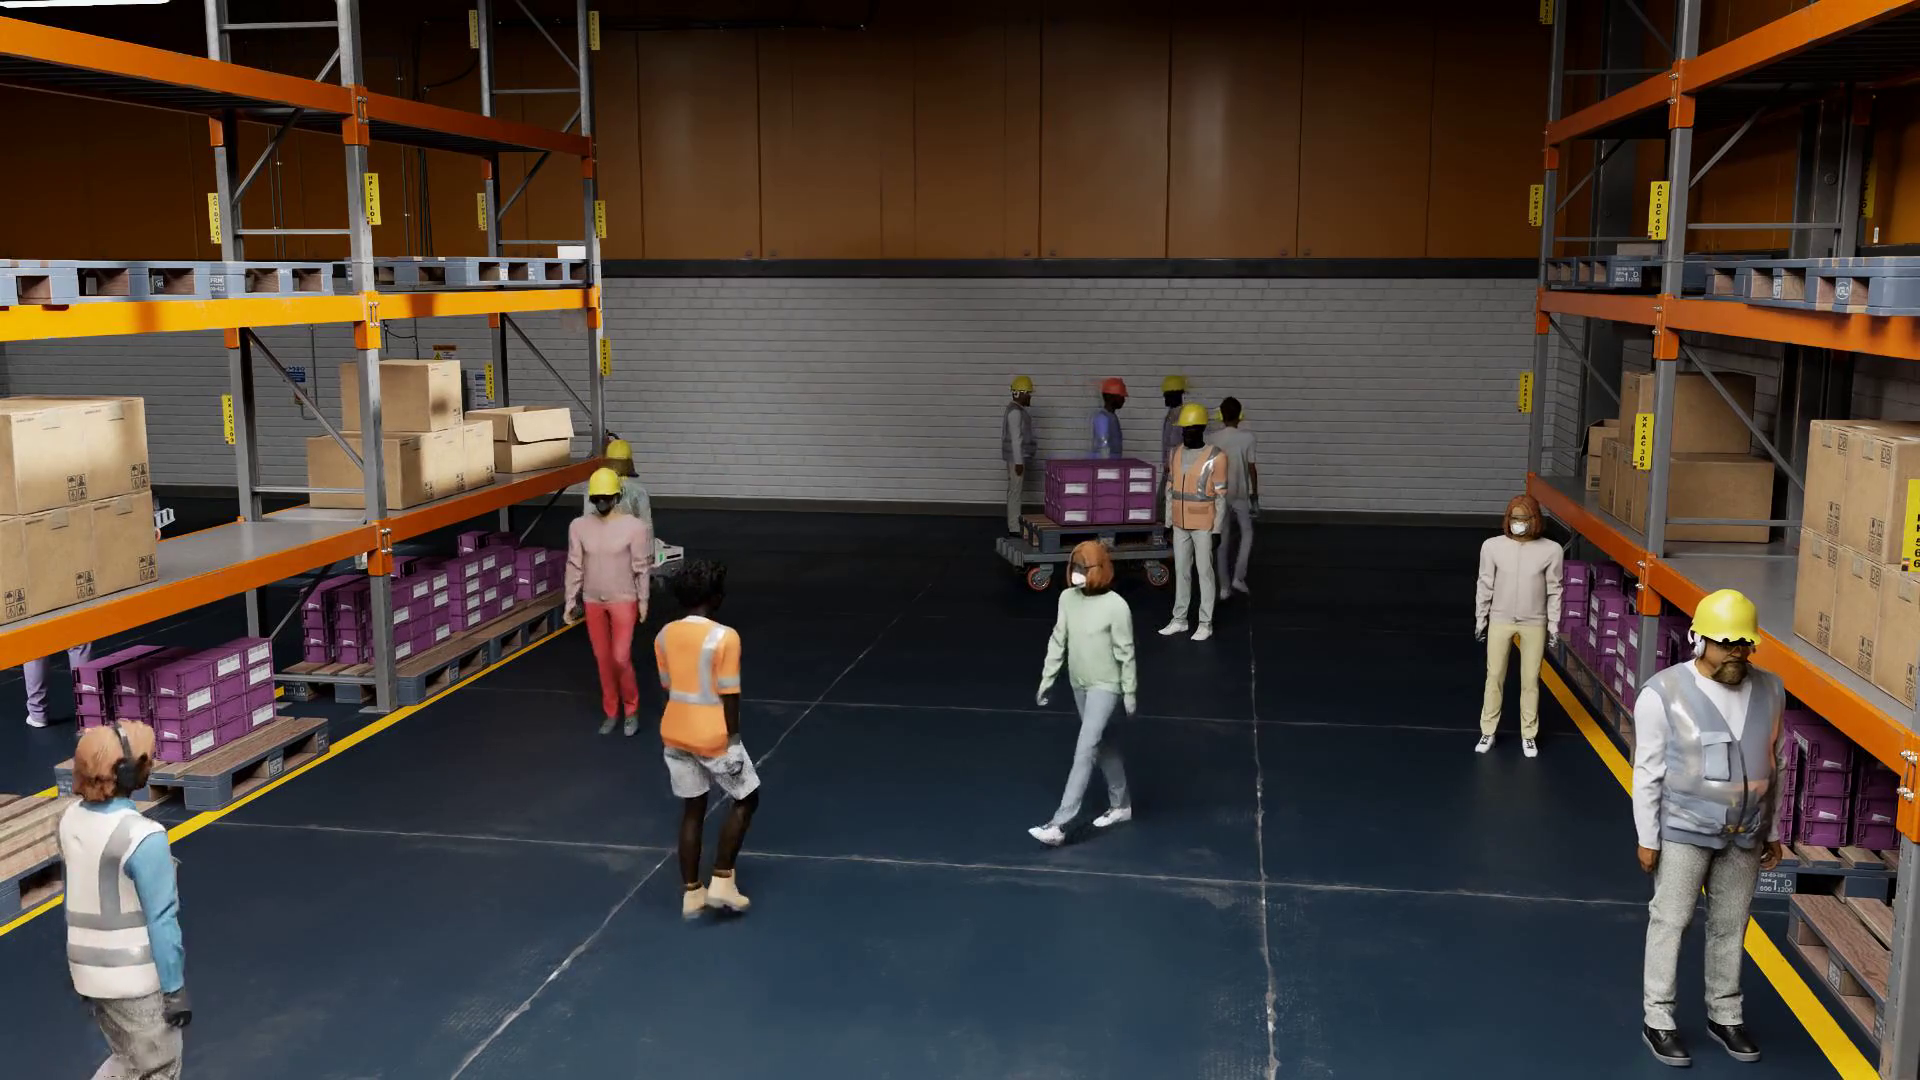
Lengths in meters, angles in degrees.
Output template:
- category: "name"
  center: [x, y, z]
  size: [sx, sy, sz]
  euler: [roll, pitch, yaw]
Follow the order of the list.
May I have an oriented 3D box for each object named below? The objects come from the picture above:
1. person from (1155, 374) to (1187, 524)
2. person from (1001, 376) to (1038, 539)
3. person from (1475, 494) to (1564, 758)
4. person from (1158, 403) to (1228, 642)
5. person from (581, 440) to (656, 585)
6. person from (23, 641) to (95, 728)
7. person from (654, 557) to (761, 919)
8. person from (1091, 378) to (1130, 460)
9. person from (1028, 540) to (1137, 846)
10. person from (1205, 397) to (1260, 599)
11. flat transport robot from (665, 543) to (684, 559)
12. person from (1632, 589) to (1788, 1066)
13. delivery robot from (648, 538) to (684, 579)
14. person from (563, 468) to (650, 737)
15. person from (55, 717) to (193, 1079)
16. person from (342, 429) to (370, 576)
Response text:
- category: "person"
  center: [2.379, -0.845, 17.906]
  size: [0.881, 1.896, 0.600]
  euler: [0, 9, 0]
- category: "person"
  center: [0.666, -0.921, 18.584]
  size: [0.404, 1.828, 0.591]
  euler: [1, 9, 3]
- category: "person"
  center: [3.434, 0.528, 10.241]
  size: [0.505, 1.632, 0.285]
  euler: [3, 10, 20]
- category: "person"
  center: [1.891, -0.146, 13.494]
  size: [0.370, 1.929, 0.585]
  euler: [-9, 13, -44]
- category: "person"
  center: [-2.611, 0.088, 12.755]
  size: [0.529, 1.694, 0.878]
  euler: [0, 9, 3]
- category: "person"
  center: [-5.990, 0.289, 10.918]
  size: [0.647, 1.902, 0.400]
  euler: [-6, 11, -35]
- category: "person"
  center: [-1.178, 0.917, 7.689]
  size: [0.547, 1.671, 0.405]
  euler: [7, 12, 37]
- category: "person"
  center: [1.466, -0.748, 17.350]
  size: [0.984, 1.902, 0.549]
  euler: [4, 10, 23]
- category: "person"
  center: [0.642, 0.798, 8.729]
  size: [0.866, 1.588, 0.511]
  euler: [-7, 12, -37]
- category: "person"
  center: [2.505, -0.384, 15.213]
  size: [0.542, 1.844, 0.537]
  euler: [4, 10, 25]
- category: "flat transport robot"
  center: [-3.360, 0.200, 16.454]
  size: [0.652, 0.197, 1.431]
  euler: [3, 10, 18]
- category: "person"
  center: [2.833, 1.079, 6.280]
  size: [0.584, 1.824, 0.403]
  euler: [-1, 9, -7]
- category: "delivery robot"
  center: [-2.933, 0.148, 15.614]
  size: [0.707, 0.478, 0.477]
  euler: [6, 11, 35]
- category: "person"
  center: [-2.261, 0.407, 10.651]
  size: [0.524, 1.751, 0.457]
  euler: [2, 9, 11]
- category: "person"
  center: [-2.615, 1.364, 5.128]
  size: [0.521, 1.628, 0.434]
  euler: [7, 11, 37]
- category: "person"
  center: [-5.726, -0.527, 16.135]
  size: [0.586, 1.835, 0.403]
  euler: [7, 12, 38]
